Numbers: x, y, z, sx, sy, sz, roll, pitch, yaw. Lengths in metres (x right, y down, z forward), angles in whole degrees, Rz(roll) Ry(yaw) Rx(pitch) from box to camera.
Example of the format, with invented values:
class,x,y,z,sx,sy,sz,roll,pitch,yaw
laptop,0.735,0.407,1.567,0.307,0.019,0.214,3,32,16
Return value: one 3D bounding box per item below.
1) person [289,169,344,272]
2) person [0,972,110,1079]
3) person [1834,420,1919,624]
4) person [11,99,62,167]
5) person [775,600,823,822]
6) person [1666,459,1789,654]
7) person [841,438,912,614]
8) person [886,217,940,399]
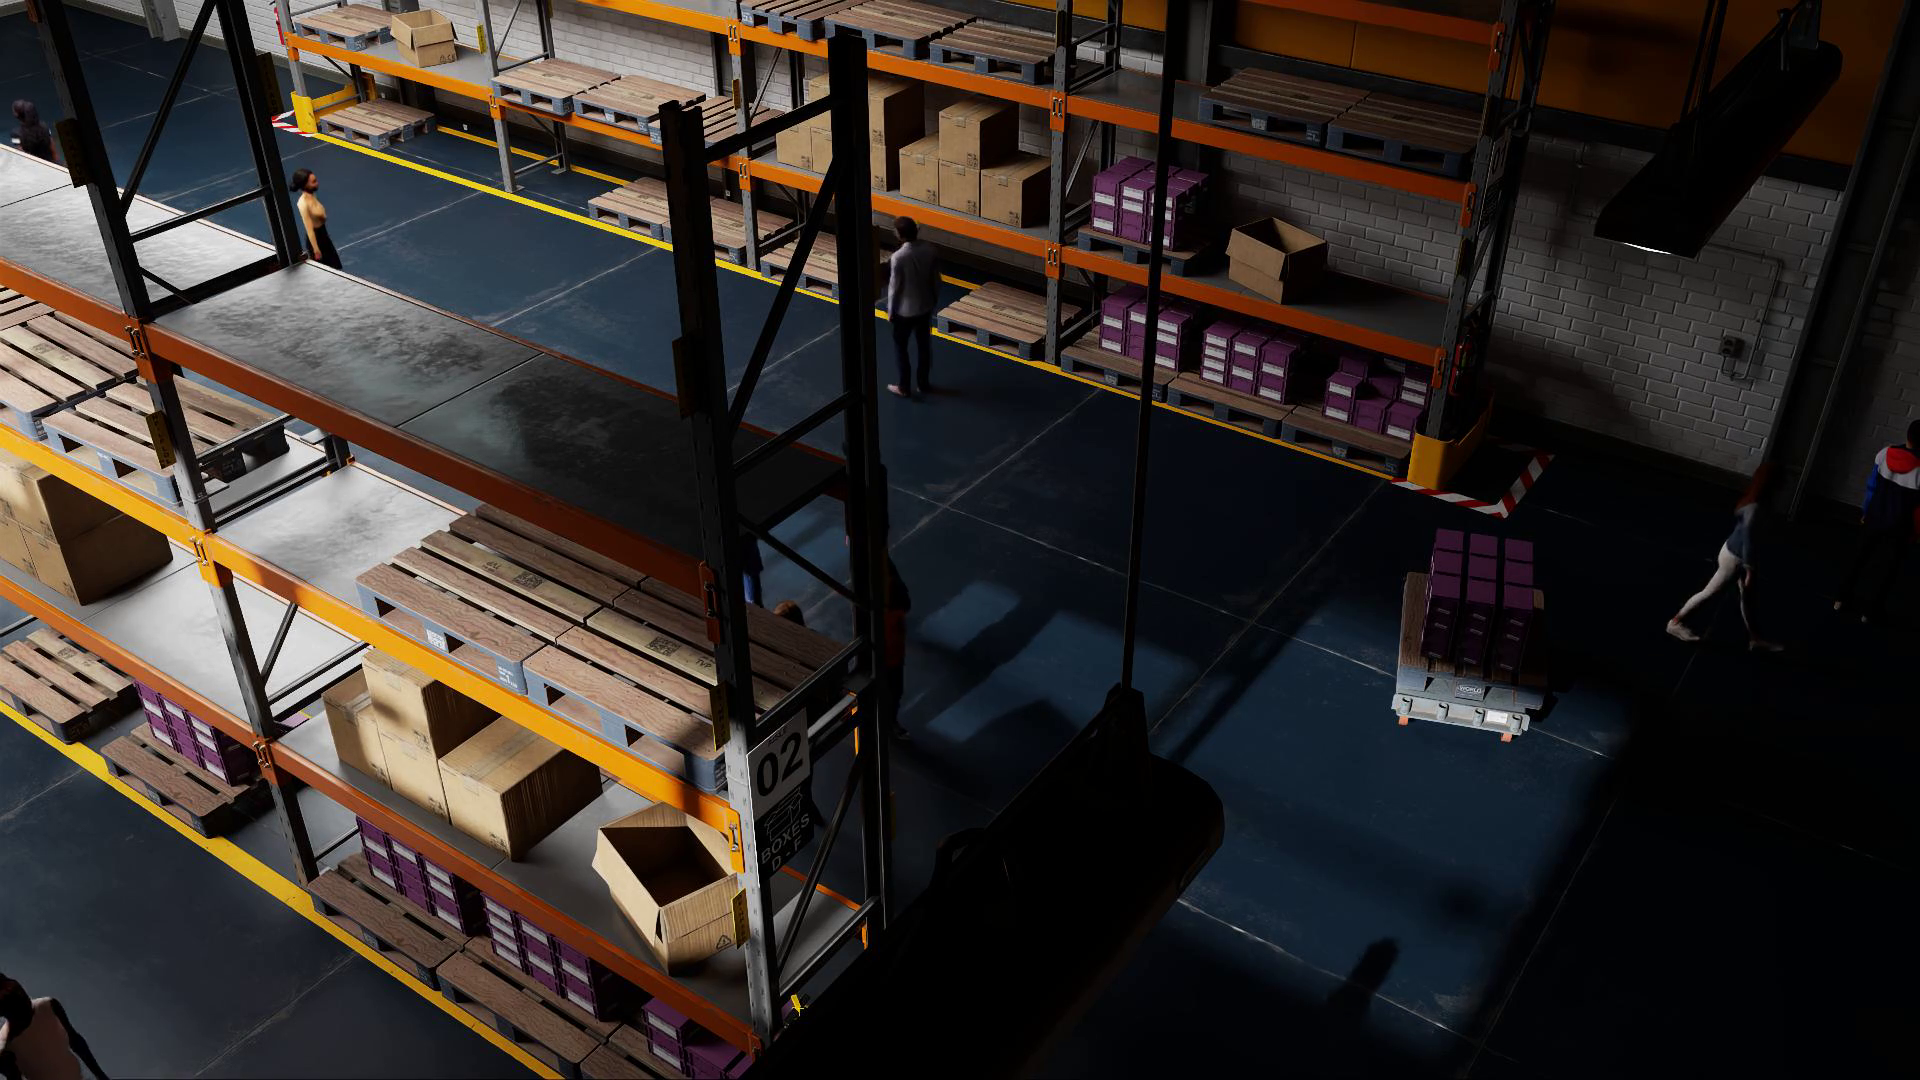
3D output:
class,x,y,z,sx,sy,sz,roll,pitch,yaw
person,-6.744,-3.055,17.345,0.949,1.641,0.851,-1,34,-2
person,-4.642,2.800,8.432,1.174,1.755,0.840,8,34,12
person,7.203,-0.158,12.880,0.767,1.757,0.616,-21,39,-28
person,-10.377,-4.143,18.912,0.873,1.717,0.667,16,37,23
person,-1.076,1.150,10.836,0.686,1.842,0.667,-20,38,-27
person,5.783,0.125,12.549,1.068,1.653,0.638,22,39,29
person,-0.660,-0.059,12.860,0.688,1.616,0.898,-24,40,-31
person,-0.451,-2.253,15.961,0.798,1.836,0.757,-10,35,-14
